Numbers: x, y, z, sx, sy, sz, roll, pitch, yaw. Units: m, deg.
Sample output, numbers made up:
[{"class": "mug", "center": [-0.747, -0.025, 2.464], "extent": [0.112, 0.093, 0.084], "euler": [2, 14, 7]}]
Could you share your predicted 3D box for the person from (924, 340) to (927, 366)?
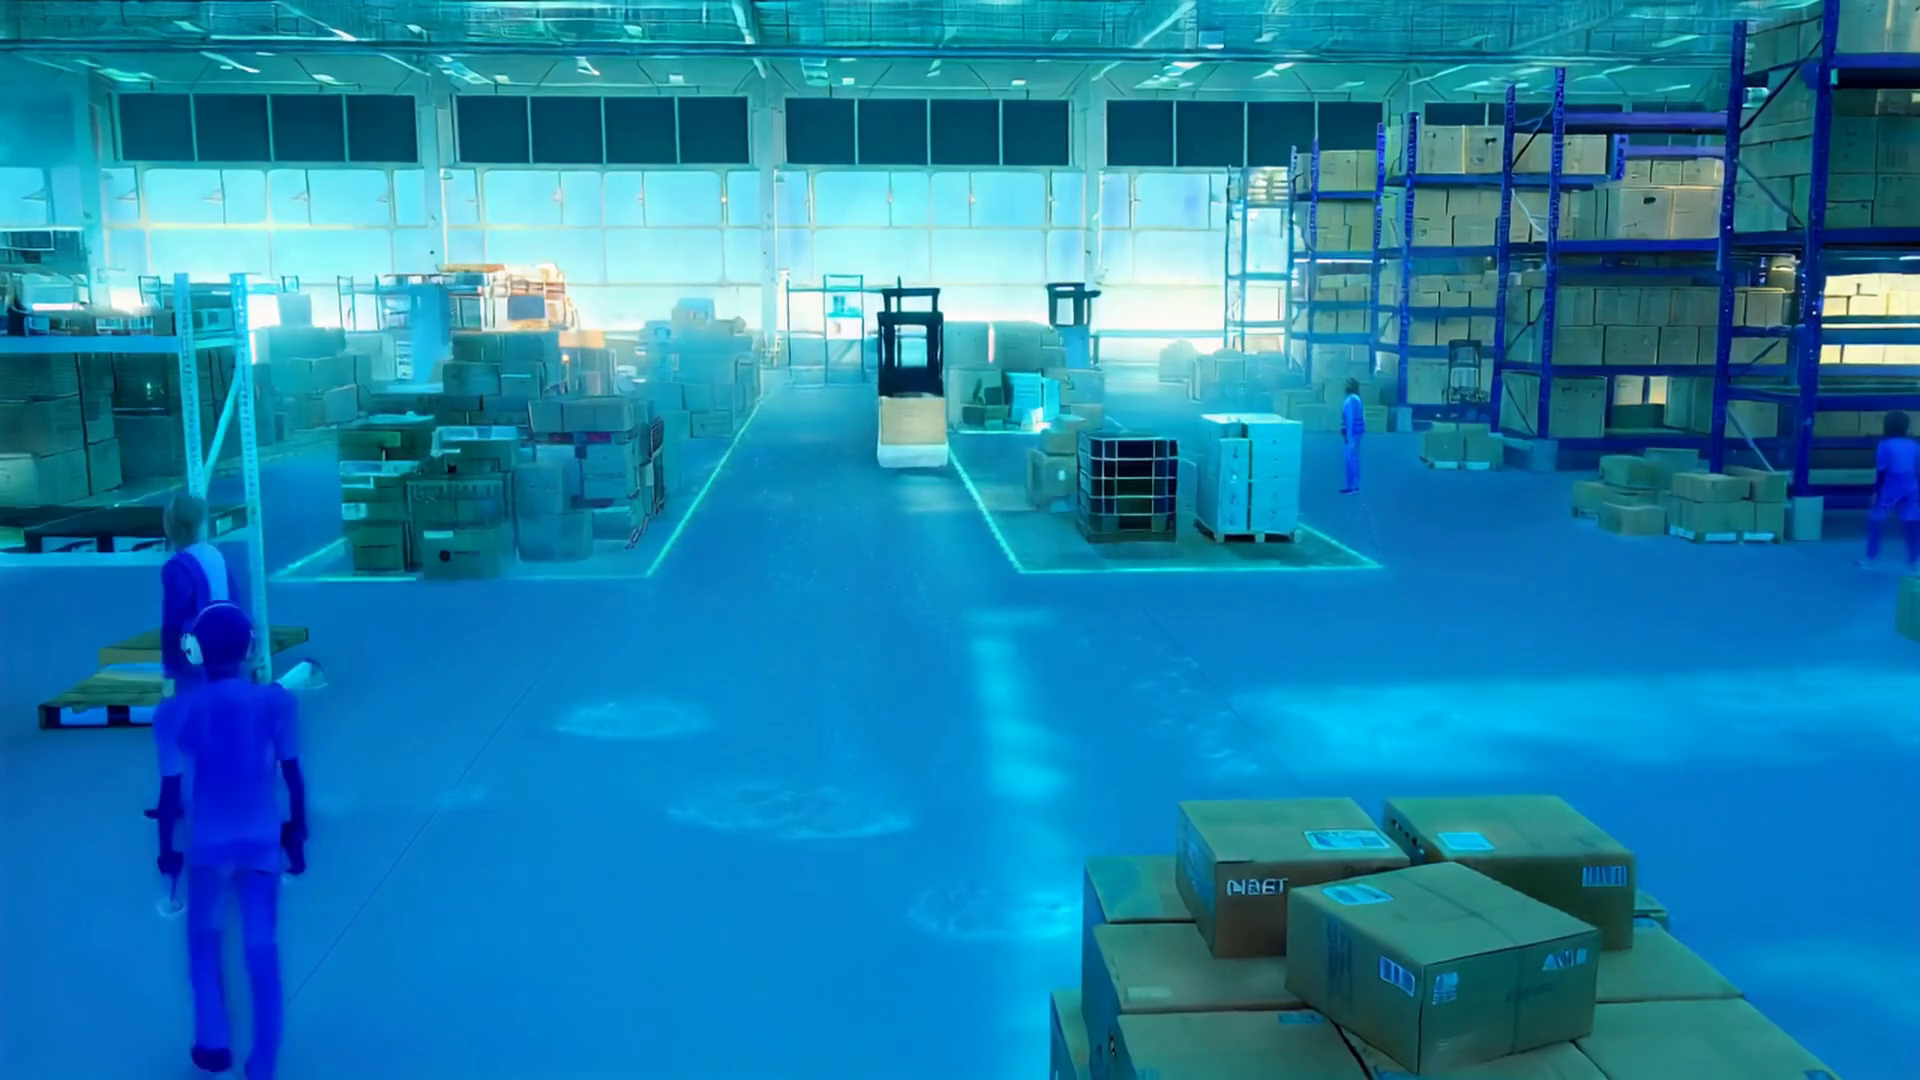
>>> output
[{"class": "person", "center": [-0.544, -3.844, 37.123], "extent": [0.551, 1.934, 0.373], "euler": [-6, 11, -32]}]

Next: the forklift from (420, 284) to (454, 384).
[{"class": "forklift", "center": [-12.016, -4.519, 38.407], "extent": [1.873, 2.768, 1.129], "euler": [2, 9, 11]}]

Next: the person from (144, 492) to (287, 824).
[{"class": "person", "center": [-4.111, 0.658, 9.096], "extent": [0.754, 1.865, 0.581], "euler": [-1, 9, -5]}]

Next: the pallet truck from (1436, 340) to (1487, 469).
[{"class": "pallet truck", "center": [8.004, -2.170, 26.422], "extent": [0.823, 1.965, 1.885], "euler": [2, 9, 14]}]

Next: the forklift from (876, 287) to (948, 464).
[{"class": "forklift", "center": [-0.791, -2.704, 27.011], "extent": [1.129, 2.768, 1.873], "euler": [-1, 9, -4]}]

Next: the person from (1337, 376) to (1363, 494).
[{"class": "person", "center": [5.419, -1.452, 23.040], "extent": [0.312, 1.638, 0.512], "euler": [4, 10, 25]}]

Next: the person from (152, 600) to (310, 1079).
[{"class": "person", "center": [-2.720, 1.128, 6.170], "extent": [0.567, 1.844, 0.764], "euler": [-6, 11, -34]}]

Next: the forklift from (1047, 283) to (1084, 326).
[{"class": "forklift", "center": [2.748, -5.367, 43.728], "extent": [1.129, 2.768, 1.873], "euler": [-3, 10, -19]}]

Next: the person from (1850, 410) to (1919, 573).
[{"class": "person", "center": [9.404, -0.471, 16.761], "extent": [0.598, 1.669, 0.634], "euler": [-2, 9, -10]}]
